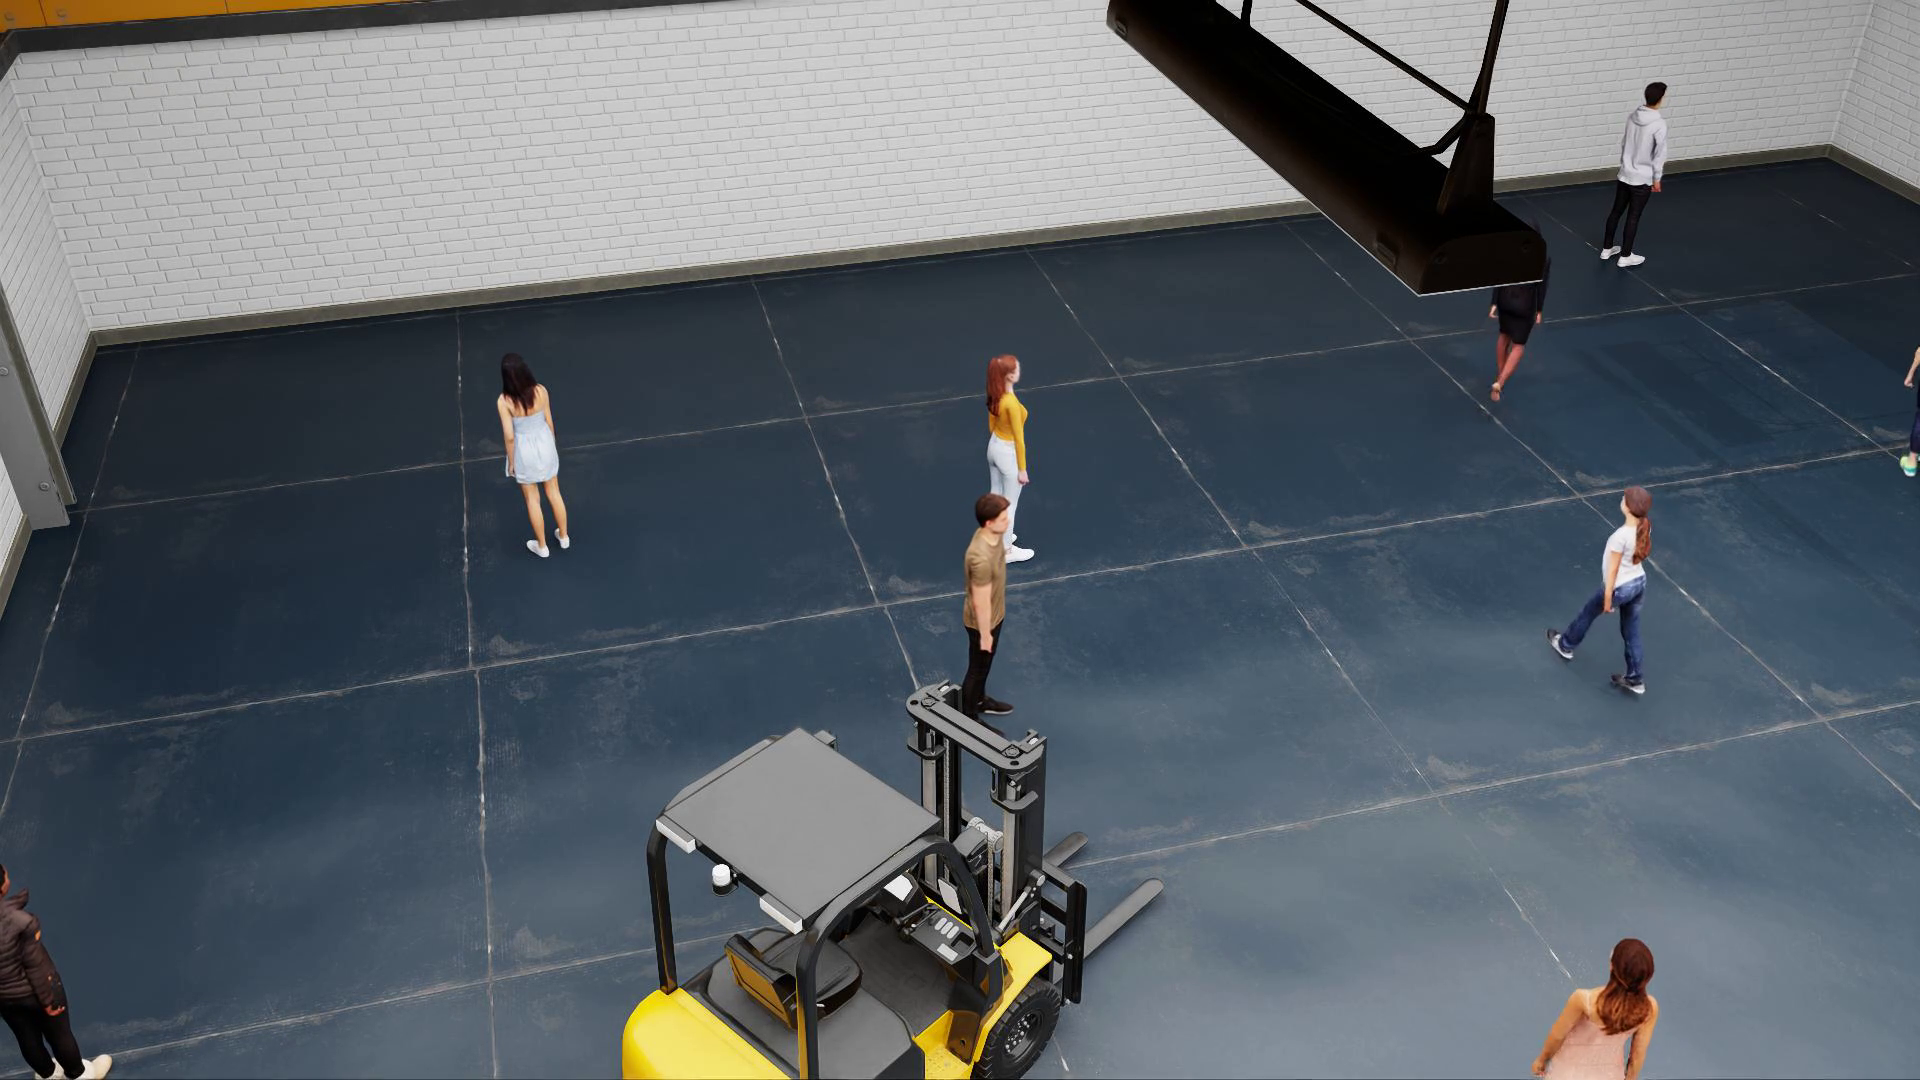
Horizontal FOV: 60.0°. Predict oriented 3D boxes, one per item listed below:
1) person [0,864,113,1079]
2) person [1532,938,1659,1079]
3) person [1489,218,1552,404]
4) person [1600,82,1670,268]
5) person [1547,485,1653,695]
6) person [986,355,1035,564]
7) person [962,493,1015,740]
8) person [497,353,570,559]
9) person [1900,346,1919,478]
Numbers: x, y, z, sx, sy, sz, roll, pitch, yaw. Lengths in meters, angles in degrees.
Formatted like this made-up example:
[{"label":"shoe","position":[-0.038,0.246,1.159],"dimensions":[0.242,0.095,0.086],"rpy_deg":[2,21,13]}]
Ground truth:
[{"label":"person","position":[-4.734,2.275,8.408],"dimensions":[0.652,1.659,0.601],"rpy_deg":[-8,34,-12]},{"label":"person","position":[2.933,2.608,7.773],"dimensions":[0.764,1.806,1.120],"rpy_deg":[0,34,-1]},{"label":"person","position":[4.956,-2.027,14.847],"dimensions":[1.075,1.696,1.131],"rpy_deg":[17,37,24]},{"label":"person","position":[7.050,-3.817,17.331],"dimensions":[0.808,1.929,0.636],"rpy_deg":[-18,38,-25]},{"label":"person","position":[4.591,0.359,11.411],"dimensions":[0.691,1.526,1.086],"rpy_deg":[-16,37,-22]},{"label":"person","position":[0.348,-0.629,12.695],"dimensions":[0.706,1.750,0.564],"rpy_deg":[-16,37,-23]},{"label":"person","position":[0.159,0.487,10.927],"dimensions":[0.789,1.849,0.649],"rpy_deg":[6,34,9]},{"label":"person","position":[-3.273,-0.655,12.752],"dimensions":[0.660,1.730,0.648],"rpy_deg":[-23,40,-30]},{"label":"person","position":[8.117,-1.282,13.738],"dimensions":[0.766,1.683,0.815],"rpy_deg":[10,35,14]}]
